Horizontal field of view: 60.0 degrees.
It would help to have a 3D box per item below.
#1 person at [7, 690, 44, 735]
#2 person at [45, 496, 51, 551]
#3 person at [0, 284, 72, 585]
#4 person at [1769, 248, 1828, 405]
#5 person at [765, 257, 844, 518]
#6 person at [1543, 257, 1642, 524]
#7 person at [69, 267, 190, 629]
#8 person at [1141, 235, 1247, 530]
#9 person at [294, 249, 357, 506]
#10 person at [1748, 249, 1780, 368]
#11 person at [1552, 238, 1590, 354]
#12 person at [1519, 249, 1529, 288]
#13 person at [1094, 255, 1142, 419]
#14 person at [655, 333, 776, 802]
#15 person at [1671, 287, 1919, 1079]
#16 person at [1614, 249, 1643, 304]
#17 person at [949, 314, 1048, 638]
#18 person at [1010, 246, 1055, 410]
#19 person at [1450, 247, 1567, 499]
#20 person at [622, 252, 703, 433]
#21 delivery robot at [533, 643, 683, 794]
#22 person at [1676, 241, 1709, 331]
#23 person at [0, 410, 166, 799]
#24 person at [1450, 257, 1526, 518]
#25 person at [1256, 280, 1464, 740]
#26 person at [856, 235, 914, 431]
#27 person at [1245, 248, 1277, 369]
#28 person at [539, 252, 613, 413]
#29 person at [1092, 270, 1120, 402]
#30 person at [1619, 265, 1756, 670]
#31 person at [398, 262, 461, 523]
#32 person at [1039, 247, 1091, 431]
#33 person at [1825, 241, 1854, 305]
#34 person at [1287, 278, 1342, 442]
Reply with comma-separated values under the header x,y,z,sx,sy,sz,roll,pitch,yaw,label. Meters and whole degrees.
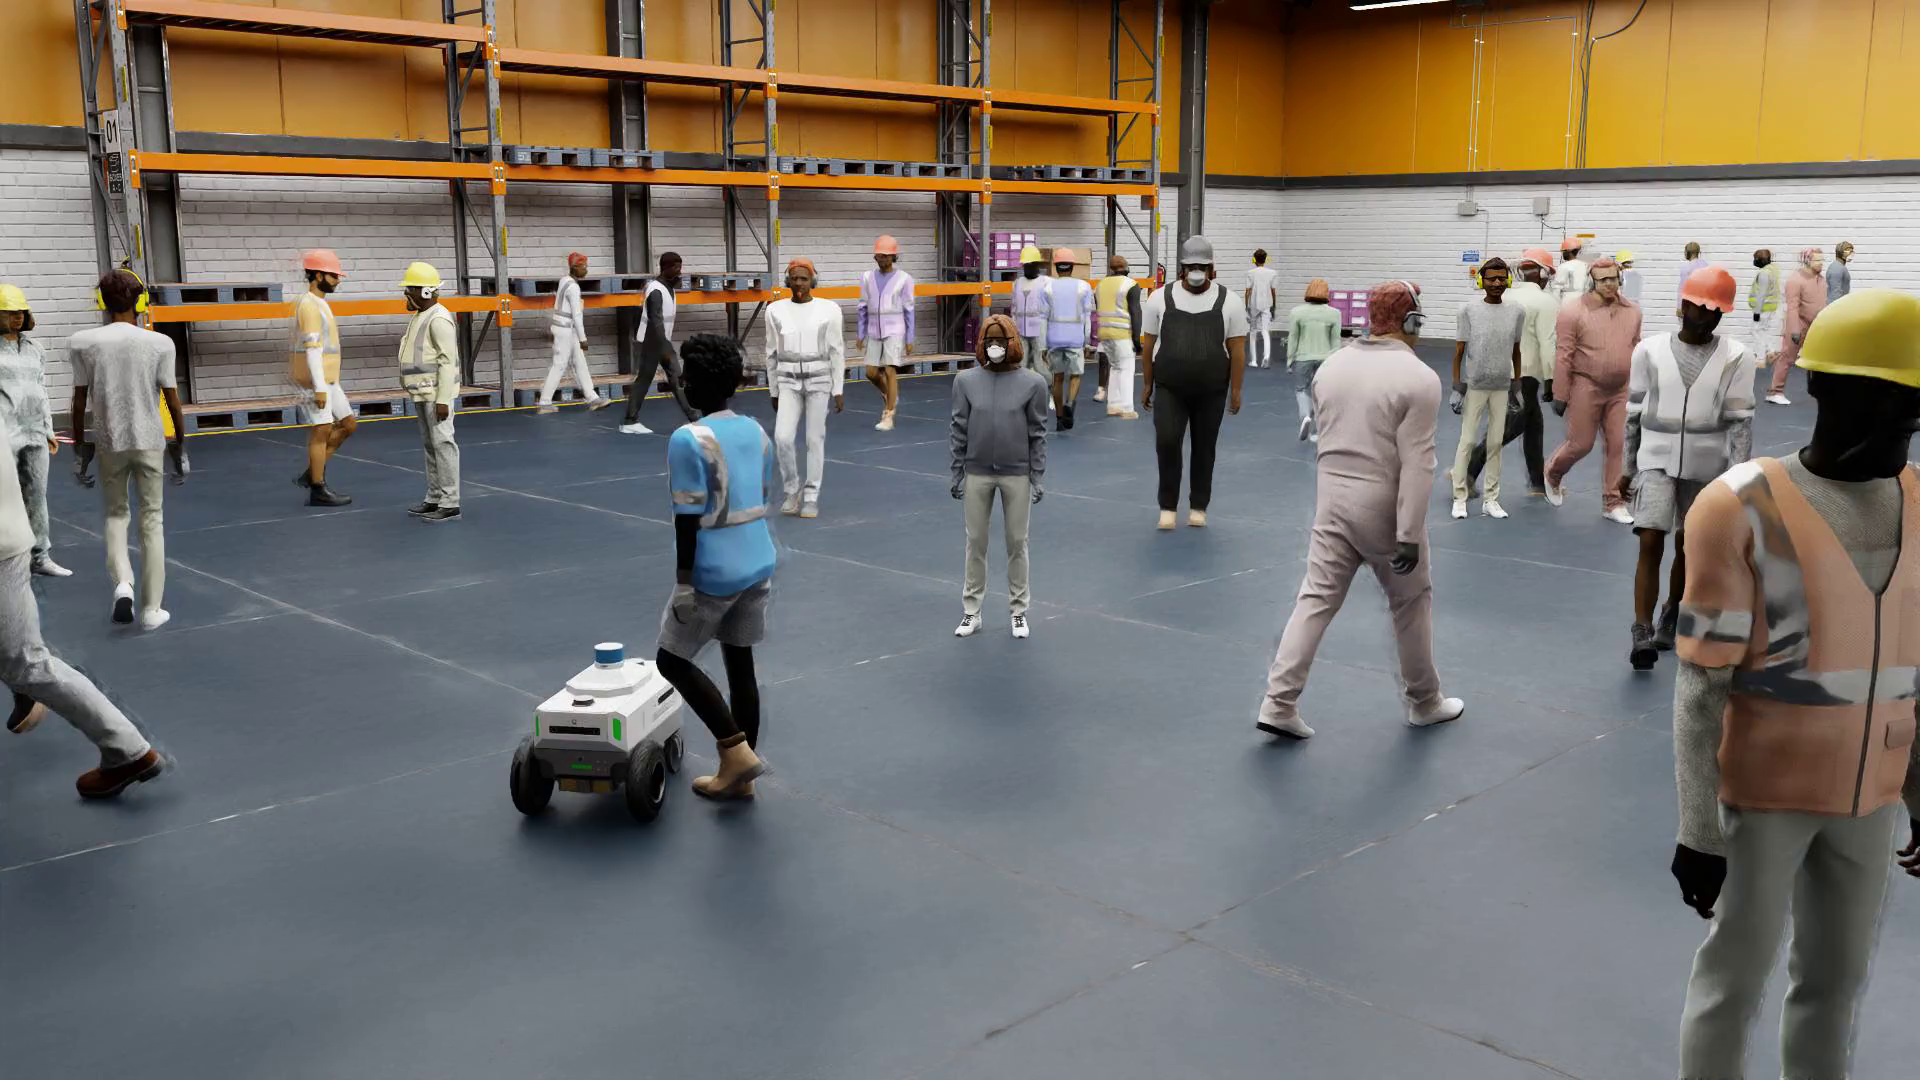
x,y,z,sx,sy,sz,roll,pitch,yaw,label
-3.791,-0.074,6.223,0.621,1.939,0.636,7,12,33,person
-6.034,-0.719,10.566,0.517,1.636,0.313,9,14,41,person
-5.467,-0.608,9.673,0.295,1.744,0.489,3,11,17,person
10.045,-2.495,19.627,0.677,1.853,0.987,-5,12,-25,person
-1.110,-1.074,11.884,0.580,1.867,0.431,0,10,2,person
4.540,-1.082,11.909,0.658,1.877,0.779,-2,11,-10,person
-4.256,-0.456,8.546,0.554,1.848,0.406,-3,11,-16,person
1.595,-1.069,11.375,0.713,2.000,0.703,1,10,8,person
-4.730,-1.196,12.394,0.412,1.916,0.574,-2,11,-11,person
12.196,-3.510,25.286,0.431,1.818,0.649,7,13,34,person
9.180,-3.532,24.978,0.623,1.988,1.105,-7,12,-32,person
9.152,-3.754,26.646,0.829,1.816,0.570,4,11,20,person
1.753,-2.241,18.443,0.437,1.810,0.637,-9,13,-39,person
-0.858,0.117,5.863,0.372,1.679,0.558,5,12,26,person
1.685,0.474,3.284,0.618,1.922,0.378,-2,11,-12,person
9.395,-3.209,23.655,0.590,1.816,0.473,-5,11,-23,person
0.191,-0.317,8.385,0.497,1.633,0.285,2,11,9,person
0.853,-2.331,18.628,0.592,1.911,0.638,8,13,37,person
4.243,-1.268,12.756,0.950,1.934,0.646,-2,11,-11,person
-2.999,-1.987,16.908,1.043,1.856,0.635,1,10,8,person
-1.257,0.614,5.995,0.477,0.478,0.707,2,10,8,delivery robot
11.255,-3.621,25.599,0.659,1.926,0.462,-7,13,-34,person
-3.311,0.055,5.716,0.936,1.894,0.638,-7,12,-33,person
3.779,-1.081,11.907,0.533,1.868,0.310,0,10,-2,person
1.633,-0.106,6.666,1.004,1.855,0.641,-8,13,-36,person
-0.752,-2.158,17.347,0.633,2.028,0.587,4,11,23,person
4.601,-3.539,25.419,0.526,1.842,0.922,0,10,0,person
-4.447,-2.351,18.965,0.833,1.831,0.611,-3,11,-15,person
1.857,-2.480,20.017,0.554,1.677,0.643,4,11,22,person
3.382,-0.329,7.778,0.564,1.875,1.009,5,11,25,person
-3.757,-1.043,11.795,0.404,1.834,0.591,-6,12,-32,person
1.068,-2.036,17.016,0.536,1.912,0.678,1,10,8,person
12.130,-3.158,23.050,0.372,1.936,0.629,5,11,25,person
3.441,-1.735,16.160,0.511,1.613,0.550,1,10,8,person
